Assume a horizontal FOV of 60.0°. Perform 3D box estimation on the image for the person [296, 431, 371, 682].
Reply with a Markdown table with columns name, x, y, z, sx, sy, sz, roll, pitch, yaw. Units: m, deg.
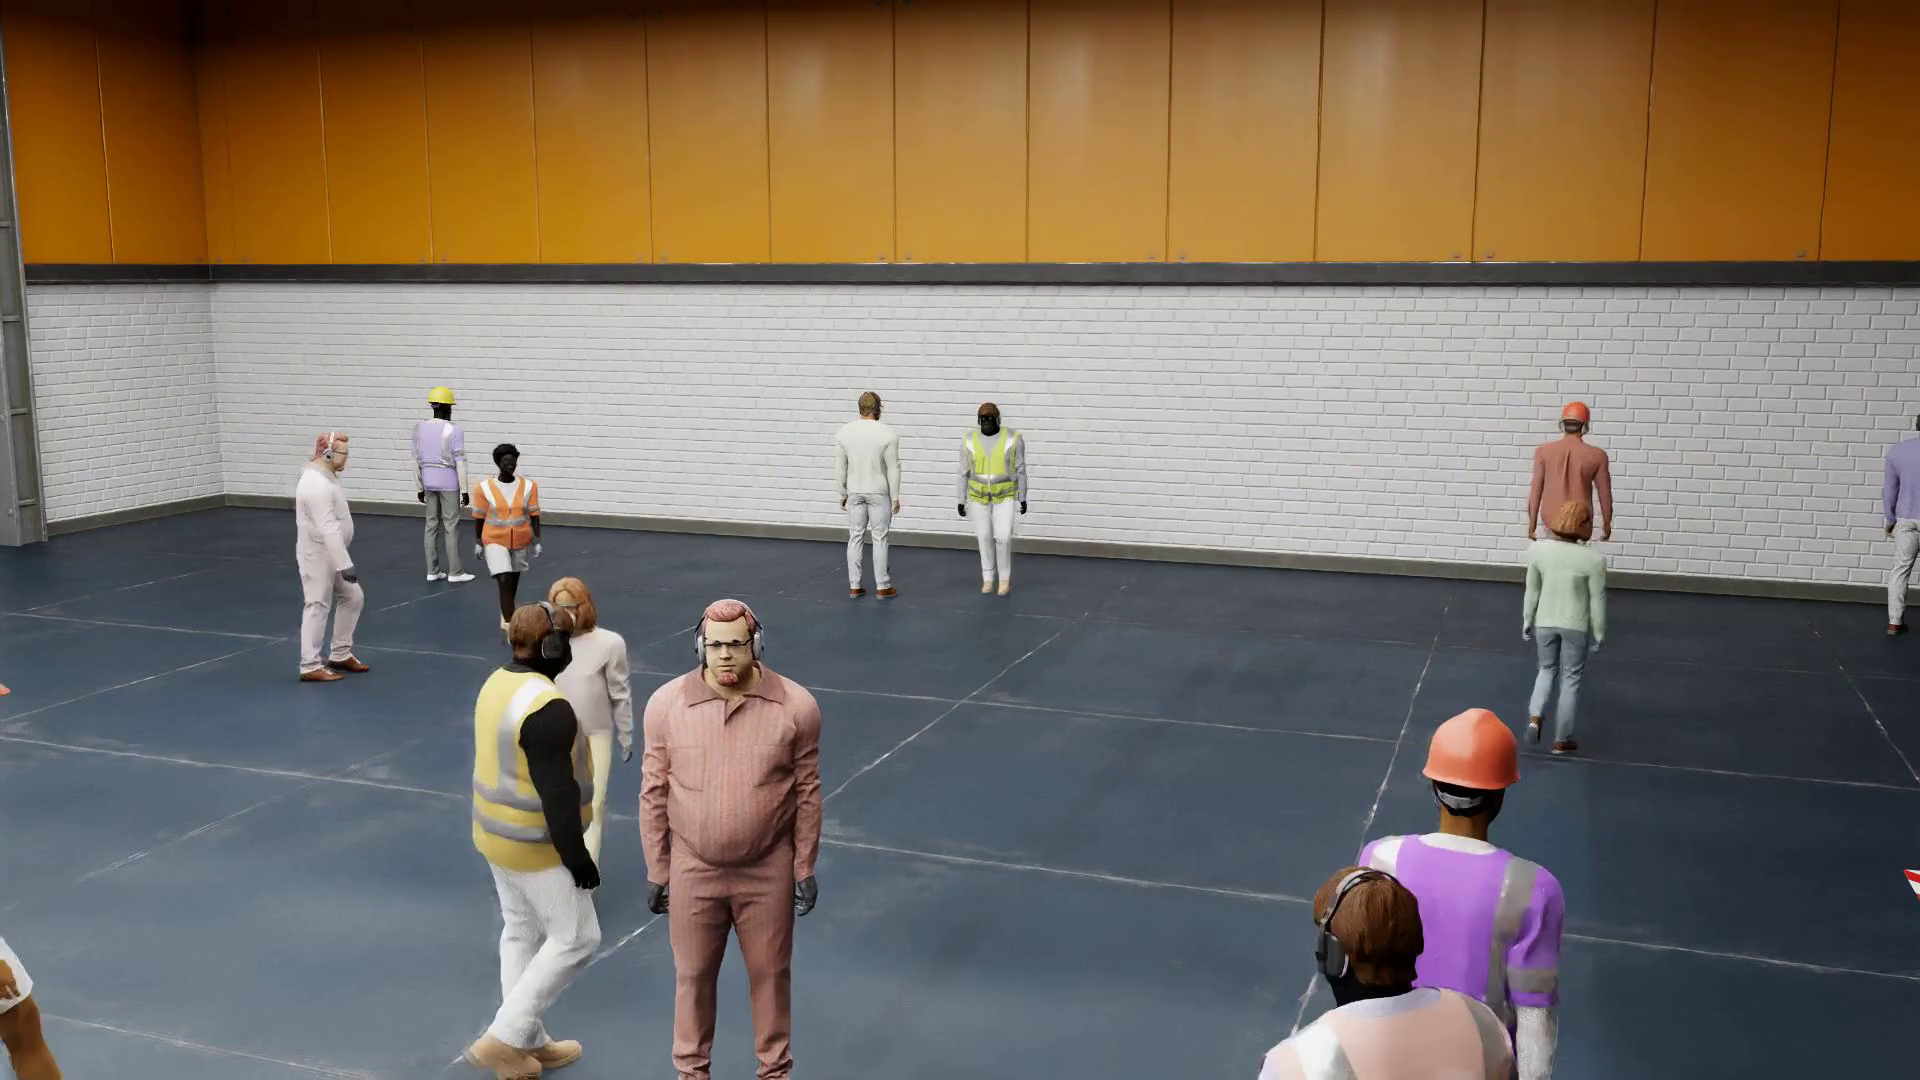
| name | x | y | z | sx | sy | sz | roll | pitch | yaw |
| --- | --- | --- | --- | --- | --- | --- | --- | --- | --- |
| person | -4.624 | 0.132 | 12.257 | 0.637 | 1.875 | 0.665 | -2 | 9 | -14 |

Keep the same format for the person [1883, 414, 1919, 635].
| name | x | y | z | sx | sy | sz | roll | pitch | yaw |
| --- | --- | --- | --- | --- | --- | --- | --- | --- | --- |
| person | 7.982 | -0.147 | 13.795 | 0.372 | 1.940 | 0.627 | -7 | 11 | -35 |

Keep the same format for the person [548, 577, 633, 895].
| name | x | y | z | sx | sy | sz | roll | pitch | yaw |
| --- | --- | --- | --- | --- | --- | --- | --- | --- | --- |
| person | -1.848 | 0.973 | 7.901 | 0.528 | 1.584 | 0.850 | 0 | 9 | 1 |

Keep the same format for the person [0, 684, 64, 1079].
| name | x | y | z | sx | sy | sz | roll | pitch | yaw |
| --- | --- | --- | --- | --- | --- | --- | --- | --- | --- |
| person | -3.234 | 1.249 | 5.332 | 1.013 | 1.885 | 0.562 | -3 | 10 | -17 |

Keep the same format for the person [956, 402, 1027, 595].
| name | x | y | z | sx | sy | sz | roll | pitch | yaw |
| --- | --- | --- | --- | --- | --- | --- | --- | --- | --- |
| person | 0.284 | -0.380 | 15.589 | 0.662 | 1.821 | 0.569 | 2 | 9 | 11 |

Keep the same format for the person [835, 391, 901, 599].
| name | x | y | z | sx | sy | sz | roll | pitch | yaw |
| --- | --- | --- | --- | --- | --- | --- | --- | --- | --- |
| person | -0.847 | -0.413 | 15.454 | 0.631 | 1.936 | 0.362 | 3 | 10 | 19 |

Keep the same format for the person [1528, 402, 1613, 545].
| name | x | y | z | sx | sy | sz | roll | pitch | yaw |
| --- | --- | --- | --- | --- | --- | --- | --- | --- | --- |
| person | 5.191 | -0.197 | 14.107 | 0.652 | 1.935 | 1.041 | 6 | 11 | 32 |

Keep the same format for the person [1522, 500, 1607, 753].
| name | x | y | z | sx | sy | sz | roll | pitch | yaw |
| --- | --- | --- | --- | --- | --- | --- | --- | --- | --- |
| person | 3.787 | 0.551 | 10.443 | 0.523 | 1.617 | 0.396 | 8 | 12 | 41 |

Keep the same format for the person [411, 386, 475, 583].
| name | x | y | z | sx | sy | sz | roll | pitch | yaw |
| --- | --- | --- | --- | --- | --- | --- | --- | --- | --- |
| person | -5.055 | -0.539 | 16.273 | 0.594 | 1.922 | 0.385 | 3 | 10 | 19 |

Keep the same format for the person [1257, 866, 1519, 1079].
| name | x | y | z | sx | sy | sz | roll | pitch | yaw |
| --- | --- | --- | --- | --- | --- | --- | --- | --- | --- |
| person | 0.895 | 1.590 | 3.411 | 0.659 | 1.815 | 0.678 | -4 | 10 | -26 |

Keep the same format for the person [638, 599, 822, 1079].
| name | x | y | z | sx | sy | sz | roll | pitch | yaw |
| --- | --- | --- | --- | --- | --- | --- | --- | --- | --- |
| person | -0.802 | 1.148 | 5.861 | 0.643 | 1.909 | 0.410 | -1 | 9 | -7 |

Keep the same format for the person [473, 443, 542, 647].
| name | x | y | z | sx | sy | sz | roll | pitch | yaw |
| --- | --- | --- | --- | --- | --- | --- | --- | --- | --- |
| person | -3.757 | 0.001 | 13.778 | 0.538 | 1.650 | 0.905 | -5 | 11 | -29 |

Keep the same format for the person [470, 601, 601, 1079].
| name | x | y | z | sx | sy | sz | roll | pitch | yaw |
| --- | --- | --- | --- | --- | --- | --- | --- | --- | --- |
| person | -1.591 | 1.137 | 6.204 | 0.444 | 1.822 | 0.649 | -6 | 11 | -32 |

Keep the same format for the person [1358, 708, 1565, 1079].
| name | x | y | z | sx | sy | sz | roll | pitch | yaw |
| --- | --- | --- | --- | --- | --- | --- | --- | --- | --- |
| person | 1.348 | 1.373 | 4.507 | 0.569 | 1.888 | 0.957 | 5 | 11 | 31 |
